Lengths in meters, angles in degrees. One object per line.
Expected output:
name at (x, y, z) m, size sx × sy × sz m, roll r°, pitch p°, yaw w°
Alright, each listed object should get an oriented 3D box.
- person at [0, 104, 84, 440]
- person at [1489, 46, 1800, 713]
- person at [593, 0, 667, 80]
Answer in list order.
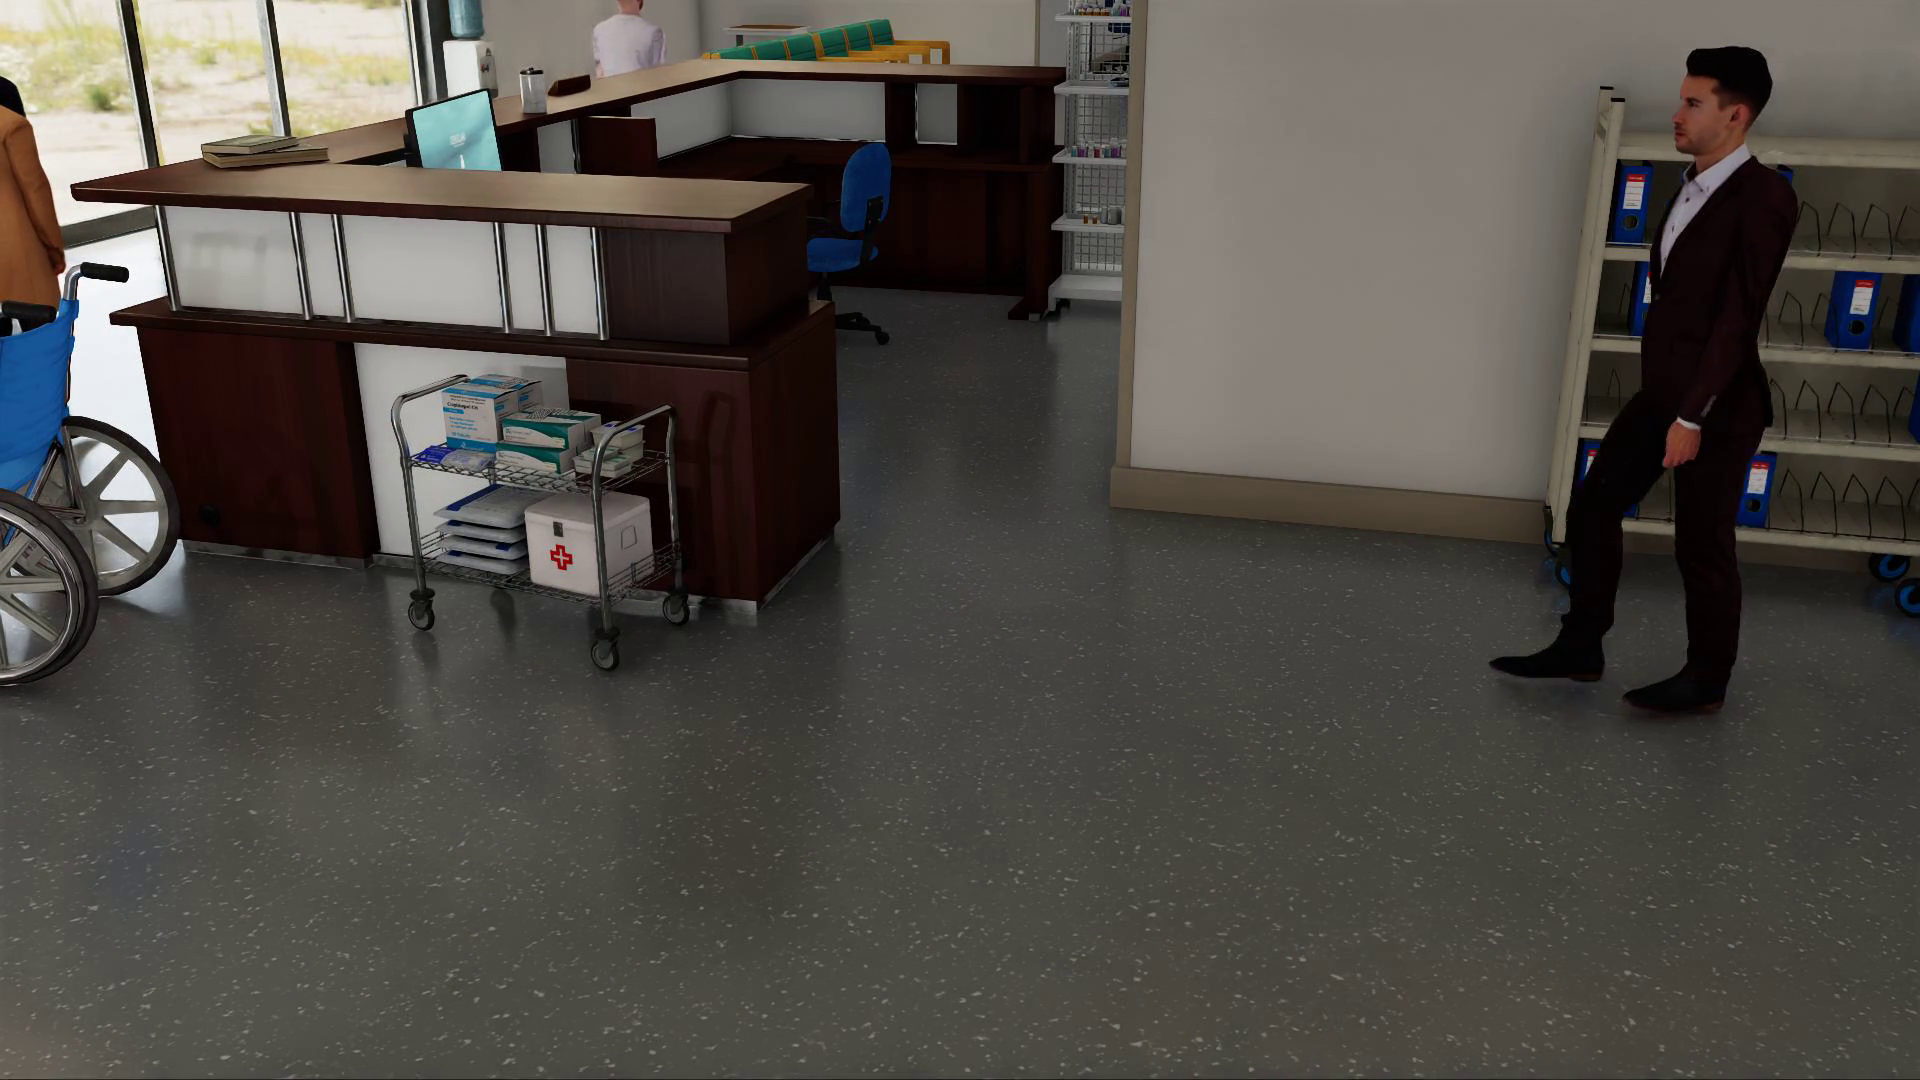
person at (-4.023, -1.249, 6.958) m, size 0.654 × 1.726 × 0.777 m, roll 0°, pitch 21°, yaw -1°
person at (2.099, -0.384, 4.566) m, size 0.982 × 1.844 × 0.861 m, roll -2°, pitch 21°, yaw -5°
person at (-2.081, -2.606, 10.469) m, size 0.806 × 1.819 × 0.732 m, roll 6°, pitch 22°, yaw 16°
